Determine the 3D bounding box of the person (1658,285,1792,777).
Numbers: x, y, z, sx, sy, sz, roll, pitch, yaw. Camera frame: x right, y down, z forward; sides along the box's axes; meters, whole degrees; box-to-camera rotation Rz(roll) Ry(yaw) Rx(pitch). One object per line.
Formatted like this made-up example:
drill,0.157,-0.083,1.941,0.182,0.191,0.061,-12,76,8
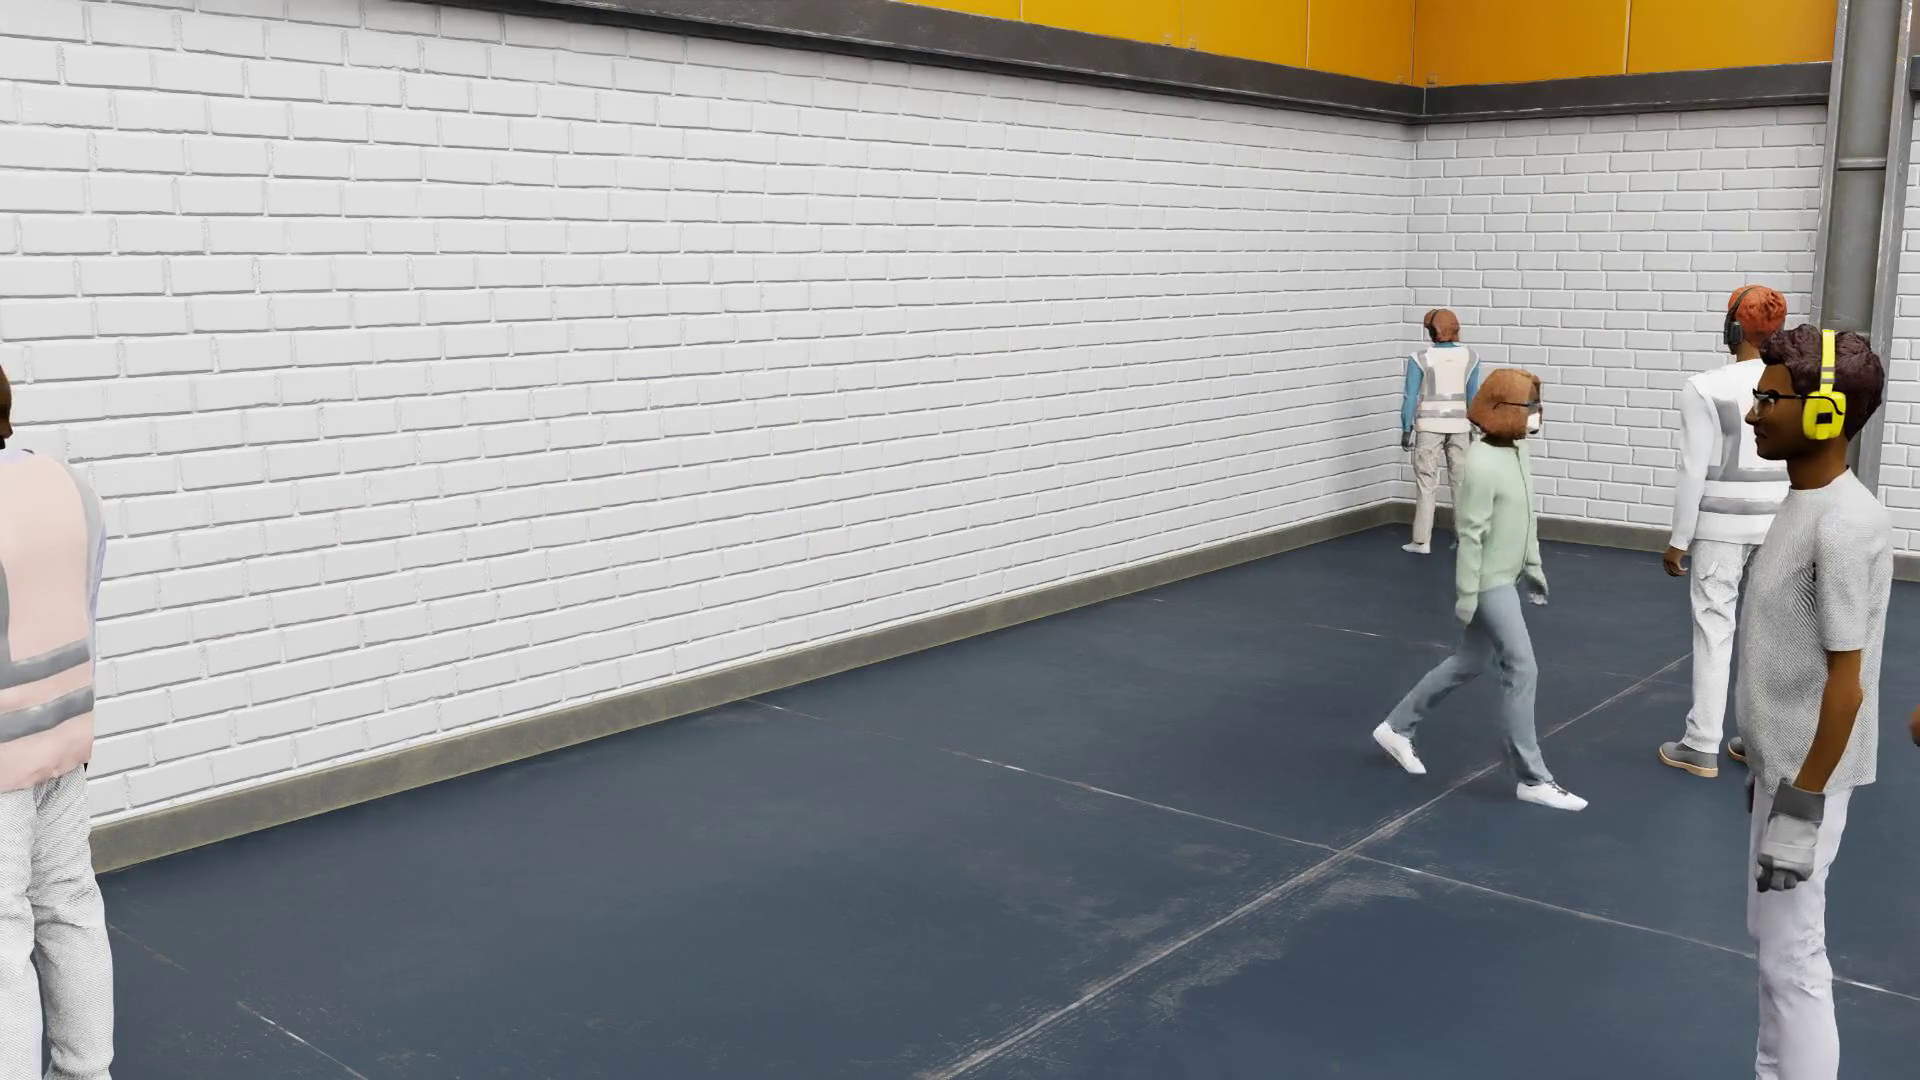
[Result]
person,2.984,-0.025,6.369,0.575,1.884,0.355,-1,10,-8

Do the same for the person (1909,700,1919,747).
person,2.739,0.368,4.292,0.595,1.819,0.451,-5,11,-26

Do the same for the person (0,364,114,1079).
person,-2.097,0.487,3.577,0.429,1.844,0.627,1,10,6

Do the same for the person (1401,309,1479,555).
person,3.178,-0.710,11.018,0.528,1.628,0.322,-1,10,-8

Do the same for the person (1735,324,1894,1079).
person,1.708,0.494,3.455,0.329,1.872,0.508,3,11,19

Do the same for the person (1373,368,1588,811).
person,1.933,0.154,6.162,0.801,1.600,0.511,6,12,31
